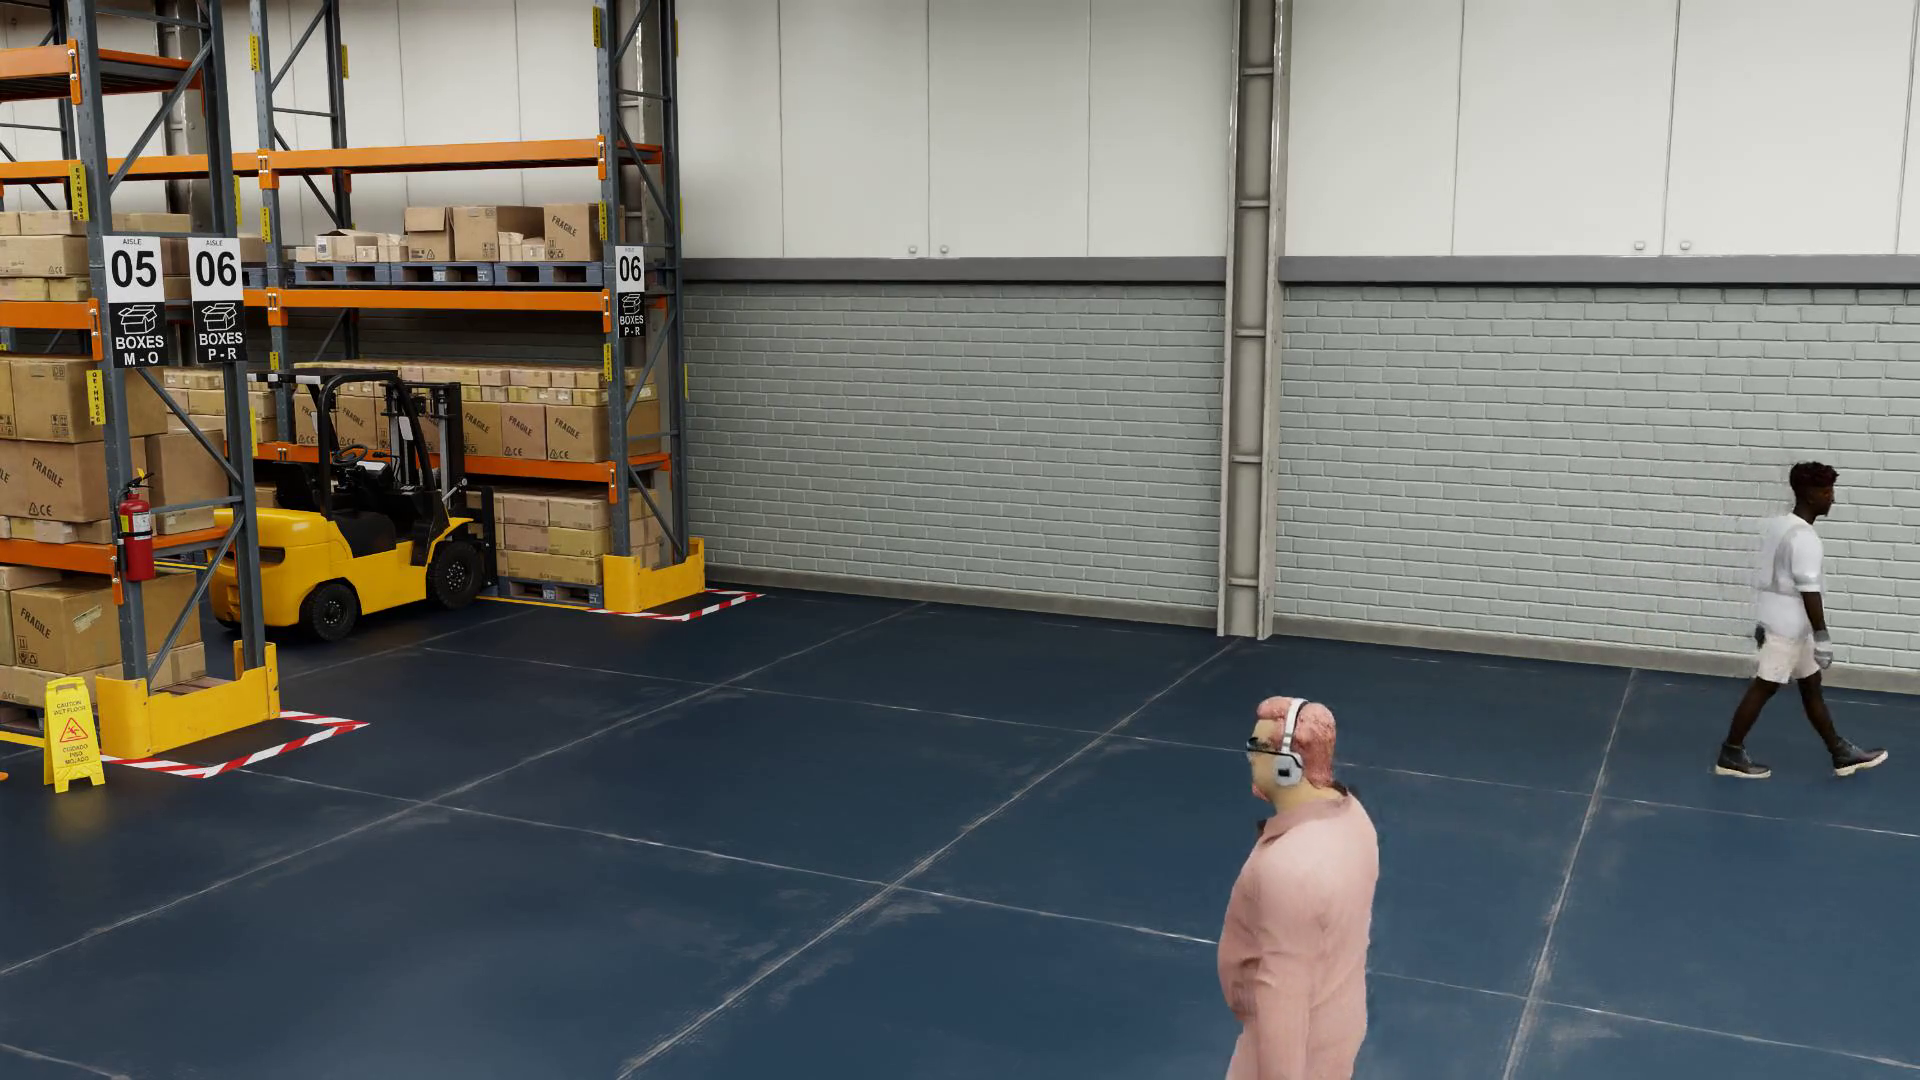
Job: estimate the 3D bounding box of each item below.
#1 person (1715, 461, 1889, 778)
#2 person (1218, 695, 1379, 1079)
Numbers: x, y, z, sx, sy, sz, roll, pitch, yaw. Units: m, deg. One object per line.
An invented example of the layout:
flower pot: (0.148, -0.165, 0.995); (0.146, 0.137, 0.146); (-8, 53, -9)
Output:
person: (5.002, 0.493, 9.774); (1.003, 1.910, 0.621); (2, 10, 14)
person: (0.939, 1.361, 4.530); (0.491, 1.897, 0.640); (5, 11, 30)
